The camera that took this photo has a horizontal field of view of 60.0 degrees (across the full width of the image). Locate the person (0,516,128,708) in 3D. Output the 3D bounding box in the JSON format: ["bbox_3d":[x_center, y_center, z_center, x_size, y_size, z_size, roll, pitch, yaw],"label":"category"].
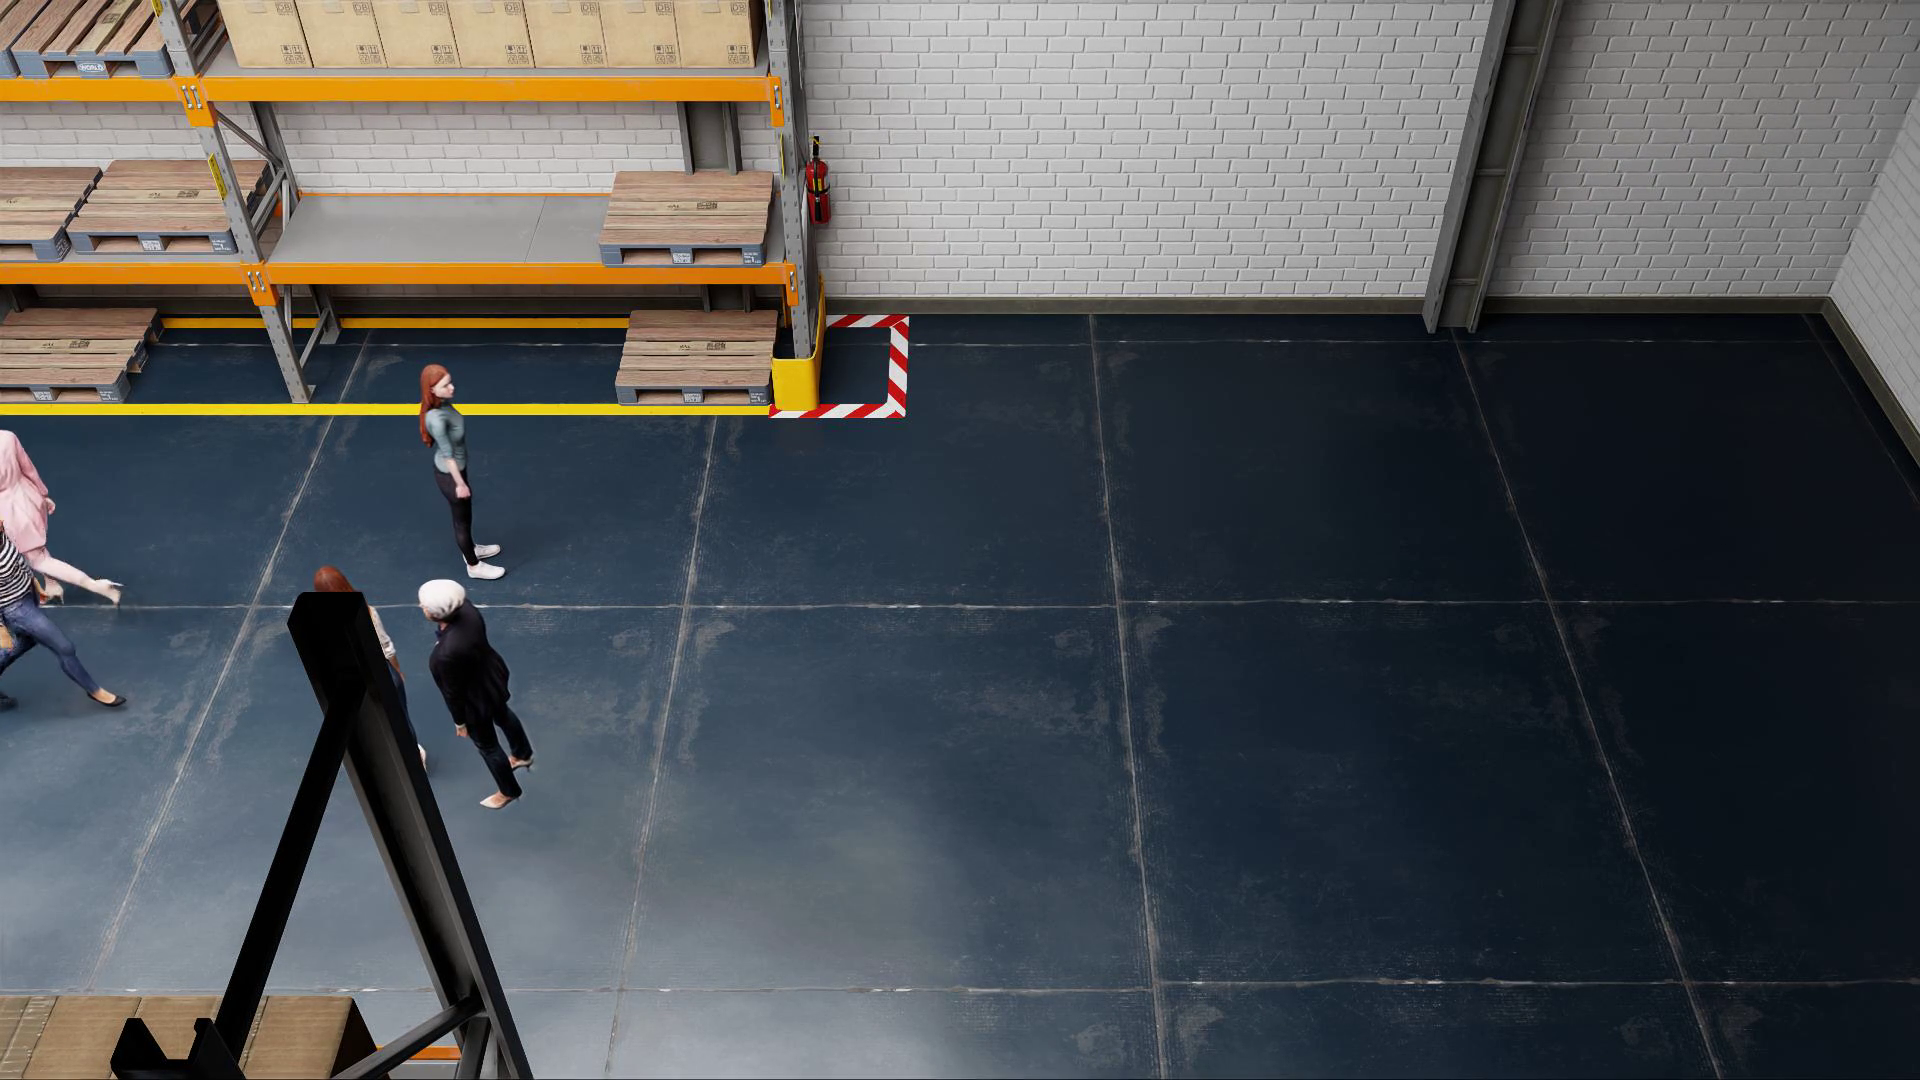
[{"bbox_3d":[-5.885,0.450,10.259,1.145,1.747,0.684,-4,44,-4],"label":"person"}]

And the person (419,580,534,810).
[{"bbox_3d":[-2.628,0.790,9.104,0.629,1.777,0.739,5,44,6],"label":"person"}]

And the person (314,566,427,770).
[{"bbox_3d":[-3.531,0.813,9.892,0.519,1.728,0.677,-9,44,-10],"label":"person"}]

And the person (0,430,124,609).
[{"bbox_3d":[-6.051,-0.135,10.859,1.058,1.767,0.694,7,44,7],"label":"person"}]

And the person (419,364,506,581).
[{"bbox_3d":[-3.410,-0.459,11.217,0.610,1.742,0.622,-10,44,-10],"label":"person"}]
